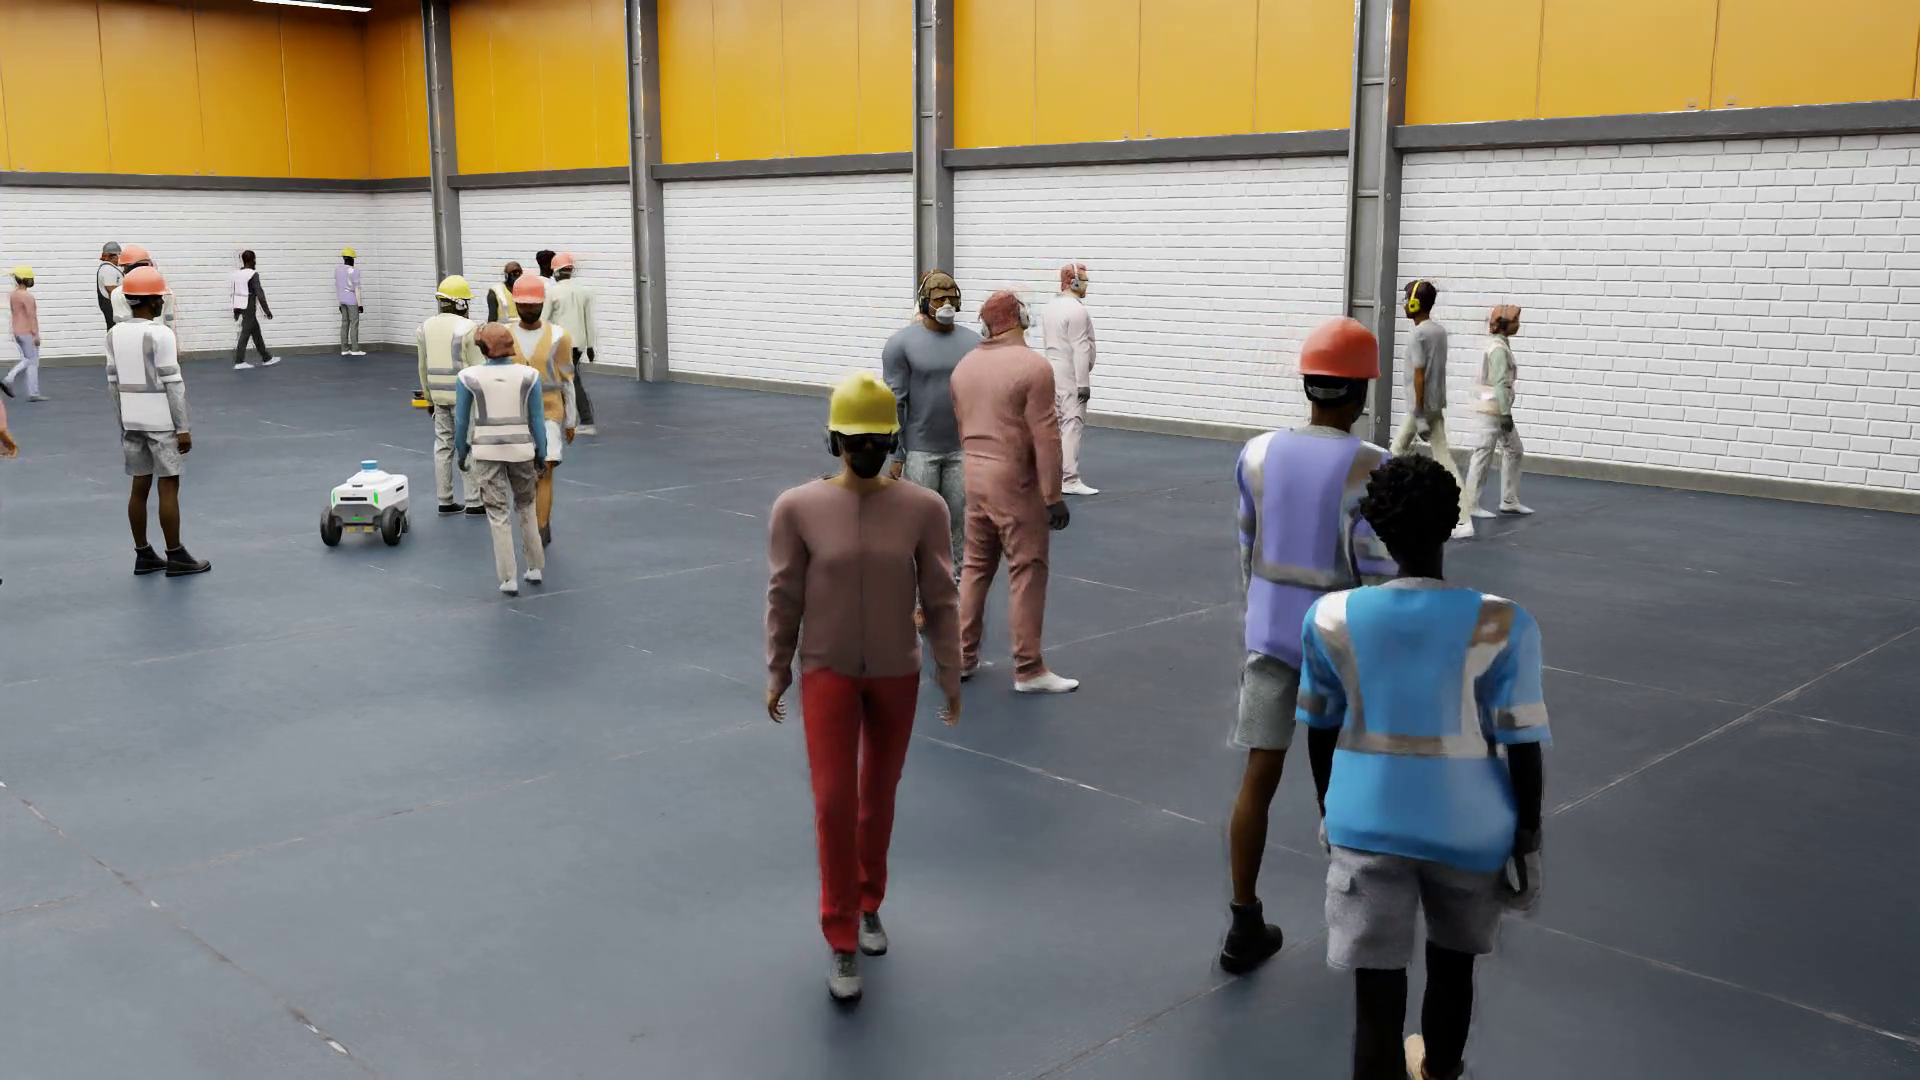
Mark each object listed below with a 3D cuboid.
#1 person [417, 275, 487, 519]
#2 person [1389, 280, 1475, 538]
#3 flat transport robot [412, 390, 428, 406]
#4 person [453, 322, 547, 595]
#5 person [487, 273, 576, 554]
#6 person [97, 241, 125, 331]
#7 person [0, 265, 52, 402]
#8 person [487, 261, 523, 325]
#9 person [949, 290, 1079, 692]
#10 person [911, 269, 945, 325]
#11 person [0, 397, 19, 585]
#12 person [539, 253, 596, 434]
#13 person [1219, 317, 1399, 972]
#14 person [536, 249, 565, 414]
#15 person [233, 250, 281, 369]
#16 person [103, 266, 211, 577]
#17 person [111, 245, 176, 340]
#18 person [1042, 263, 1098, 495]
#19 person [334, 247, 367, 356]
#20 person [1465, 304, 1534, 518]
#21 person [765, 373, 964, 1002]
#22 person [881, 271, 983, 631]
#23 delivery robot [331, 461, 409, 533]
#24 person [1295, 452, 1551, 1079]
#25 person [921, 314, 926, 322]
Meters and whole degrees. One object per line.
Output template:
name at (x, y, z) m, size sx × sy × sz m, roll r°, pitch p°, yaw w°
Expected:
person at (-3.793, -1.076, 12.582) m, size 0.600 × 1.829 × 0.404 m, roll 5°, pitch 11°, yaw 25°
person at (3.264, -0.924, 11.808) m, size 0.504 × 1.821 × 0.998 m, roll -10°, pitch 14°, yaw -44°
flat transport robot at (-6.057, -1.808, 20.832) m, size 1.431 × 0.197 × 0.652 m, roll -1°, pitch 10°, yaw -3°
person at (-2.750, -0.490, 9.953) m, size 0.530 × 1.618 × 0.535 m, roll -4°, pitch 11°, yaw -23°
person at (-2.851, -0.820, 11.060) m, size 0.562 × 1.875 × 1.017 m, roll 0°, pitch 10°, yaw -2°
person at (-13.122, -3.627, 25.922) m, size 0.535 × 2.000 × 0.684 m, roll -6°, pitch 12°, yaw -31°
person at (-12.006, -2.636, 21.304) m, size 0.525 × 1.758 × 0.480 m, roll 8°, pitch 13°, yaw 38°
person at (-5.337, -2.433, 20.014) m, size 0.631 × 1.828 × 0.439 m, roll -7°, pitch 13°, yaw -35°
person at (0.223, -0.218, 7.807) m, size 0.441 × 1.882 × 0.715 m, roll -8°, pitch 13°, yaw -39°
person at (-0.221, -1.420, 14.433) m, size 0.429 × 1.844 × 0.627 m, roll 0°, pitch 10°, yaw 0°
person at (-6.091, -0.631, 9.930) m, size 1.068 × 1.928 × 0.625 m, roll 6°, pitch 12°, yaw 28°
person at (-4.302, -2.125, 18.016) m, size 1.009 × 1.939 × 0.611 m, roll 6°, pitch 12°, yaw 31°
person at (1.091, 0.285, 4.997) m, size 0.565 × 1.885 × 0.997 m, roll 7°, pitch 13°, yaw 35°
person at (-4.923, -2.474, 19.839) m, size 0.613 × 1.963 × 0.362 m, roll 9°, pitch 14°, yaw 41°
person at (-11.384, -3.722, 26.879) m, size 0.603 × 1.875 × 0.935 m, roll 9°, pitch 14°, yaw 41°
person at (-5.052, -0.735, 10.430) m, size 0.542 × 1.939 × 0.369 m, roll 4°, pitch 11°, yaw 21°
person at (-7.606, -1.717, 15.505) m, size 0.380 × 2.041 × 0.612 m, roll 5°, pitch 12°, yaw 27°
person at (0.927, -1.328, 13.755) m, size 0.403 × 1.906 × 0.651 m, roll -4°, pitch 11°, yaw -21°
person at (-10.855, -4.240, 29.614) m, size 0.582 × 1.919 × 0.391 m, roll 6°, pitch 12°, yaw 31°
person at (4.114, -0.953, 12.496) m, size 0.649 × 1.615 × 0.541 m, roll 4°, pitch 11°, yaw 19°
person at (-0.253, 0.408, 4.711) m, size 0.553 × 1.737 × 0.737 m, roll -3°, pitch 11°, yaw -14°
person at (-0.114, -0.478, 9.028) m, size 0.631 × 1.940 × 0.372 m, roll -5°, pitch 12°, yaw -26°
delivery robot at (-4.125, -0.312, 11.646) m, size 0.477 × 0.478 × 0.707 m, roll 0°, pitch 10°, yaw -1°
person at (1.012, 0.637, 3.695) m, size 0.543 × 1.649 × 0.816 m, roll 3°, pitch 11°, yaw 18°
person at (-0.193, -1.000, 12.702) m, size 0.511 × 1.618 × 0.406 m, roll -6°, pitch 12°, yaw -29°
